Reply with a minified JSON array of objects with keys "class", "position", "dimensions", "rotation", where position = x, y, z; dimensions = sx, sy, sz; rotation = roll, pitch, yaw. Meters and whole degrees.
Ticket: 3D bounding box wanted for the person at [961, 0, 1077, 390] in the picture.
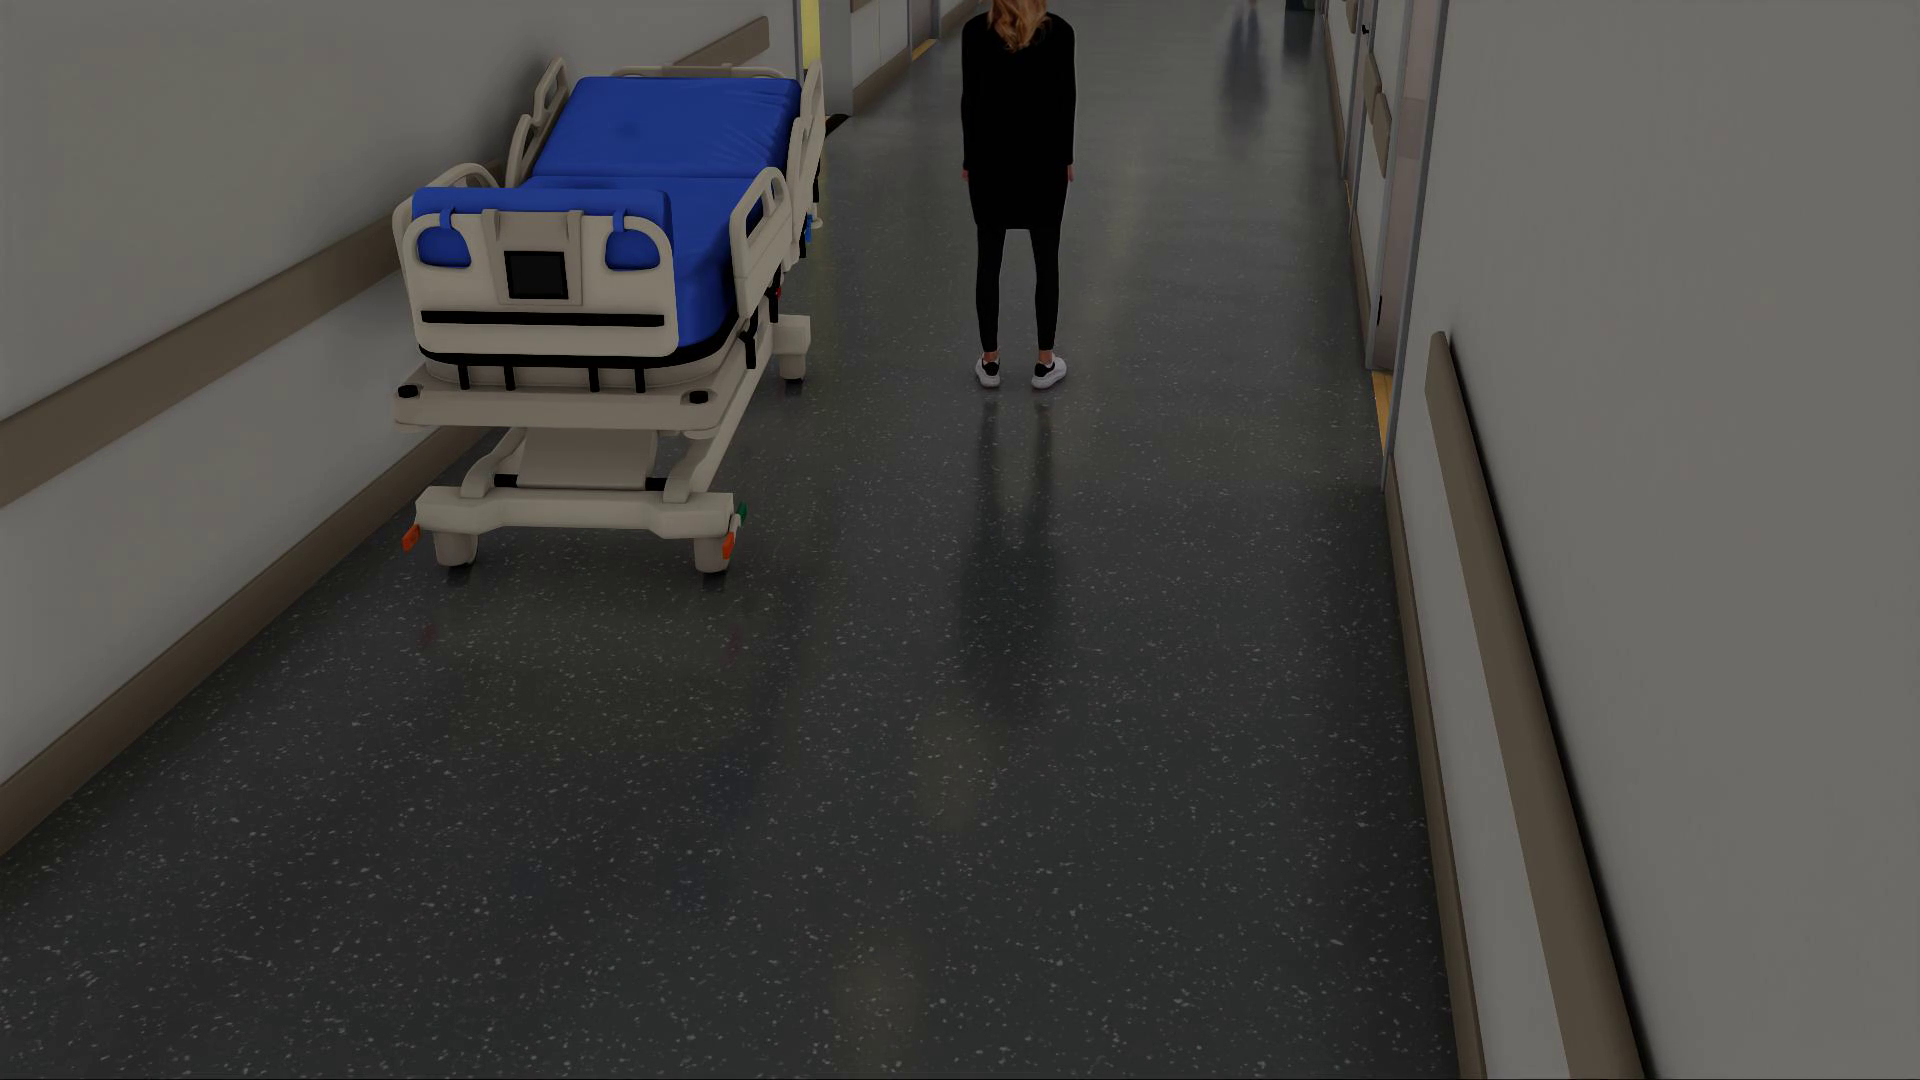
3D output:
[{"class":"person","position":[0.229,-1.499,6.737],"dimensions":[0.442,1.800,0.668],"rotation":[3,26,7]}]
